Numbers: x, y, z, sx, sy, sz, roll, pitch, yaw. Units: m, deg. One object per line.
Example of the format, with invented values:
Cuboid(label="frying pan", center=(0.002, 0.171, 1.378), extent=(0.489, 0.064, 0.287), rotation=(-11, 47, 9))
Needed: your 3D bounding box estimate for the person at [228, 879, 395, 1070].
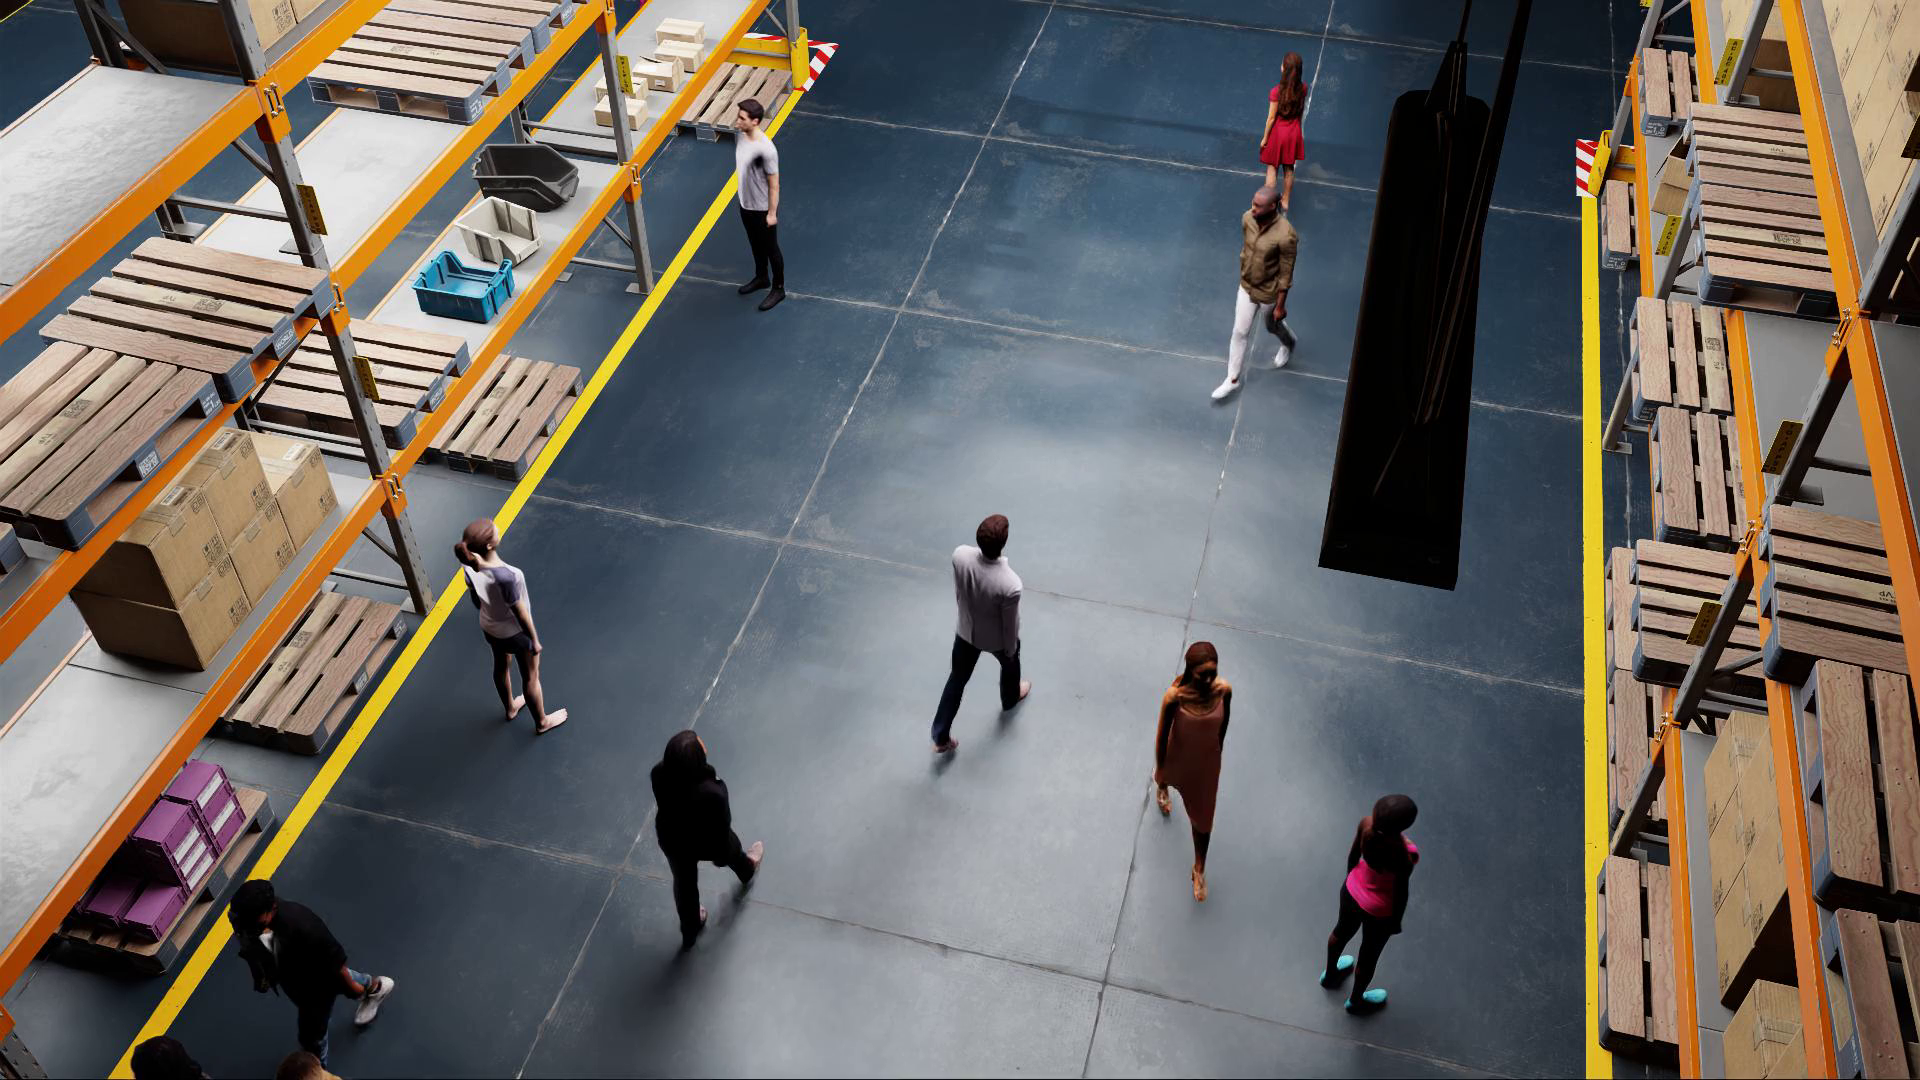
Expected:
Cuboid(label="person", center=(-3.360, 2.191, 8.681), extent=(0.870, 1.752, 1.248), rotation=(22, 48, 21))

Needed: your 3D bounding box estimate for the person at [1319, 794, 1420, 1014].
Cuboid(label="person", center=(2.205, 1.944, 8.963), extent=(0.720, 1.722, 0.657), rotation=(-21, 47, -20))

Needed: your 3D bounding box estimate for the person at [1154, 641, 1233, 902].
Cuboid(label="person", center=(1.307, 1.178, 9.723), extent=(0.900, 1.781, 1.216), rotation=(-5, 44, -5))

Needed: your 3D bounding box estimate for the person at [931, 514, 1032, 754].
Cuboid(label="person", center=(0.093, 0.603, 10.302), extent=(0.916, 1.816, 1.252), rotation=(23, 48, 22))

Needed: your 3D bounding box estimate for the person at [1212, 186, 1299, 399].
Cuboid(label="person", center=(2.435, -1.992, 13.040), extent=(1.319, 1.798, 1.143), rotation=(-33, 53, -30))

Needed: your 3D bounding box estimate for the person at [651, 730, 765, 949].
Cuboid(label="person", center=(-1.514, 1.716, 9.302), extent=(0.643, 1.585, 0.957), rotation=(12, 45, 12))

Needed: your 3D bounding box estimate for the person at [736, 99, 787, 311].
Cuboid(label="person", center=(-1.669, -2.816, 13.856), extent=(0.758, 1.863, 0.741), rotation=(-30, 51, -28))

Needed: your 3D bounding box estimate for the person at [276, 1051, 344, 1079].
Cuboid(label="person", center=(-2.982, 2.864, 8.070), extent=(0.638, 1.622, 0.749), rotation=(15, 46, 15))

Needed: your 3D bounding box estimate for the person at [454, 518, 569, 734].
Cuboid(label="person", center=(-2.842, 0.531, 10.413), extent=(0.636, 1.767, 0.636), rotation=(22, 48, 22))

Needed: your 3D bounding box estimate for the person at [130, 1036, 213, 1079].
Cuboid(label="person", center=(-3.643, 2.861, 8.082), extent=(0.736, 1.610, 0.773), rotation=(29, 51, 27))

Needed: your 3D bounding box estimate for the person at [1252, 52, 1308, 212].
Cuboid(label="person", center=(2.910, -3.658, 14.966), extent=(0.680, 1.553, 0.738), rotation=(-14, 45, -15))
